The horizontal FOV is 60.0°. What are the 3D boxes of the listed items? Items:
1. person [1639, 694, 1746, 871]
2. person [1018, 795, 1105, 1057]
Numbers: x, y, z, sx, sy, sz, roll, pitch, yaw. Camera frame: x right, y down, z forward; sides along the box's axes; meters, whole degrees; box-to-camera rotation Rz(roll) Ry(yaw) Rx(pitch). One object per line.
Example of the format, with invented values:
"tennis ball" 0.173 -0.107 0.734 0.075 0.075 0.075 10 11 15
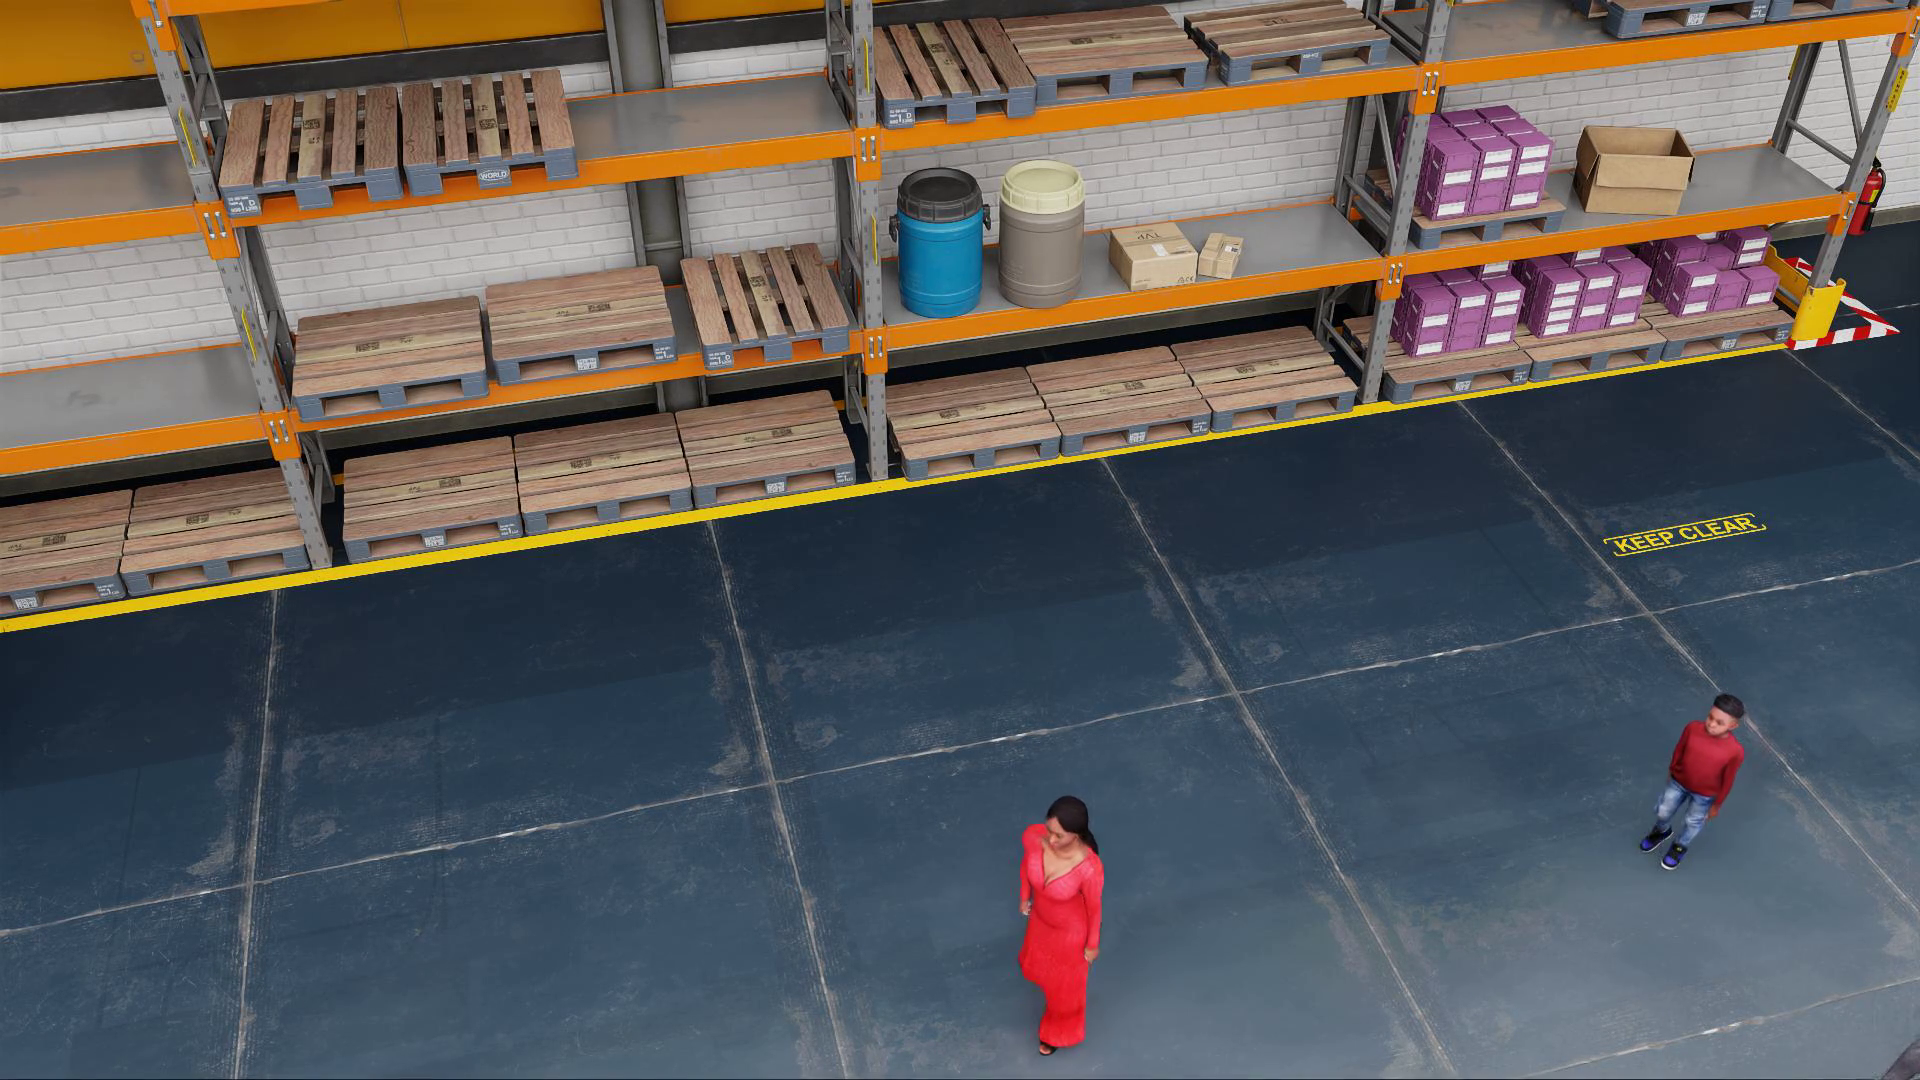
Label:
"person" 4.131 1.312 9.233 0.610 1.248 0.577 -32 48 -34
"person" 0.551 1.830 8.179 0.871 1.765 0.953 26 45 29
